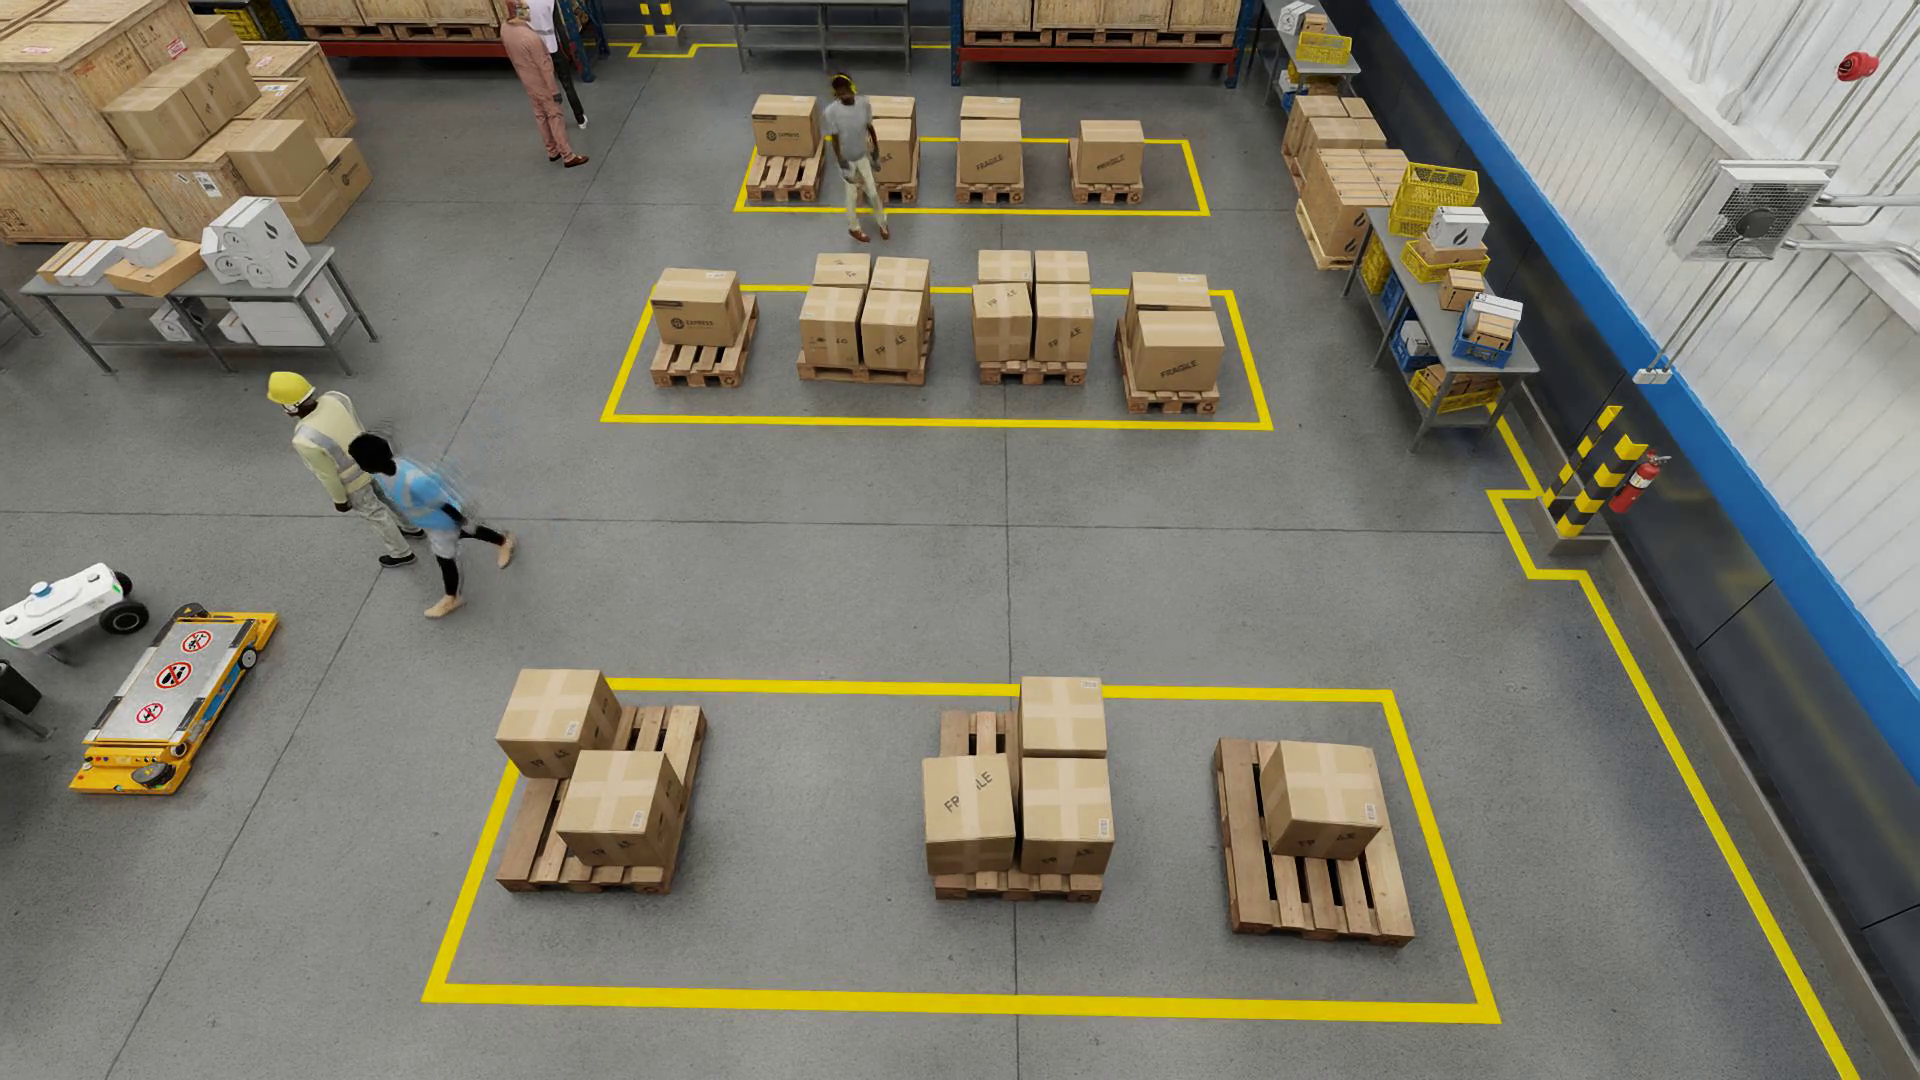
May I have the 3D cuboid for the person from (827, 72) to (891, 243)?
[{"bbox_3d":[-1.060,-4.022,9.737,0.577,1.841,0.438,-18,52,-15],"label":"person"}]

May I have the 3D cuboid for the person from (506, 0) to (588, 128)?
[{"bbox_3d":[-5.175,-6.128,11.474,0.584,1.909,0.390,-11,51,-9],"label":"person"}]

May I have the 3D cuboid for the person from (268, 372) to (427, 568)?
[{"bbox_3d":[-4.502,-0.509,6.763,0.404,1.833,0.589,-1,50,-1],"label":"person"}]

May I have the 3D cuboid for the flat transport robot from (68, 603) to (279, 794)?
[{"bbox_3d":[-5.504,1.072,6.442,0.652,0.197,1.431,1,50,1],"label":"flat transport robot"}]

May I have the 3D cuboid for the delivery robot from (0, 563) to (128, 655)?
[{"bbox_3d":[-6.548,0.490,6.691,0.477,0.478,0.707,36,59,27],"label":"delivery robot"}]

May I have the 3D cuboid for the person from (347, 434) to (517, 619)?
[{"bbox_3d":[-3.783,-0.186,6.616,0.579,1.637,0.869,27,55,21],"label":"person"}]

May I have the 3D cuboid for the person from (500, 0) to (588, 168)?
[{"bbox_3d":[-4.962,-5.428,10.880,0.652,1.904,0.403,30,56,23],"label":"person"}]
